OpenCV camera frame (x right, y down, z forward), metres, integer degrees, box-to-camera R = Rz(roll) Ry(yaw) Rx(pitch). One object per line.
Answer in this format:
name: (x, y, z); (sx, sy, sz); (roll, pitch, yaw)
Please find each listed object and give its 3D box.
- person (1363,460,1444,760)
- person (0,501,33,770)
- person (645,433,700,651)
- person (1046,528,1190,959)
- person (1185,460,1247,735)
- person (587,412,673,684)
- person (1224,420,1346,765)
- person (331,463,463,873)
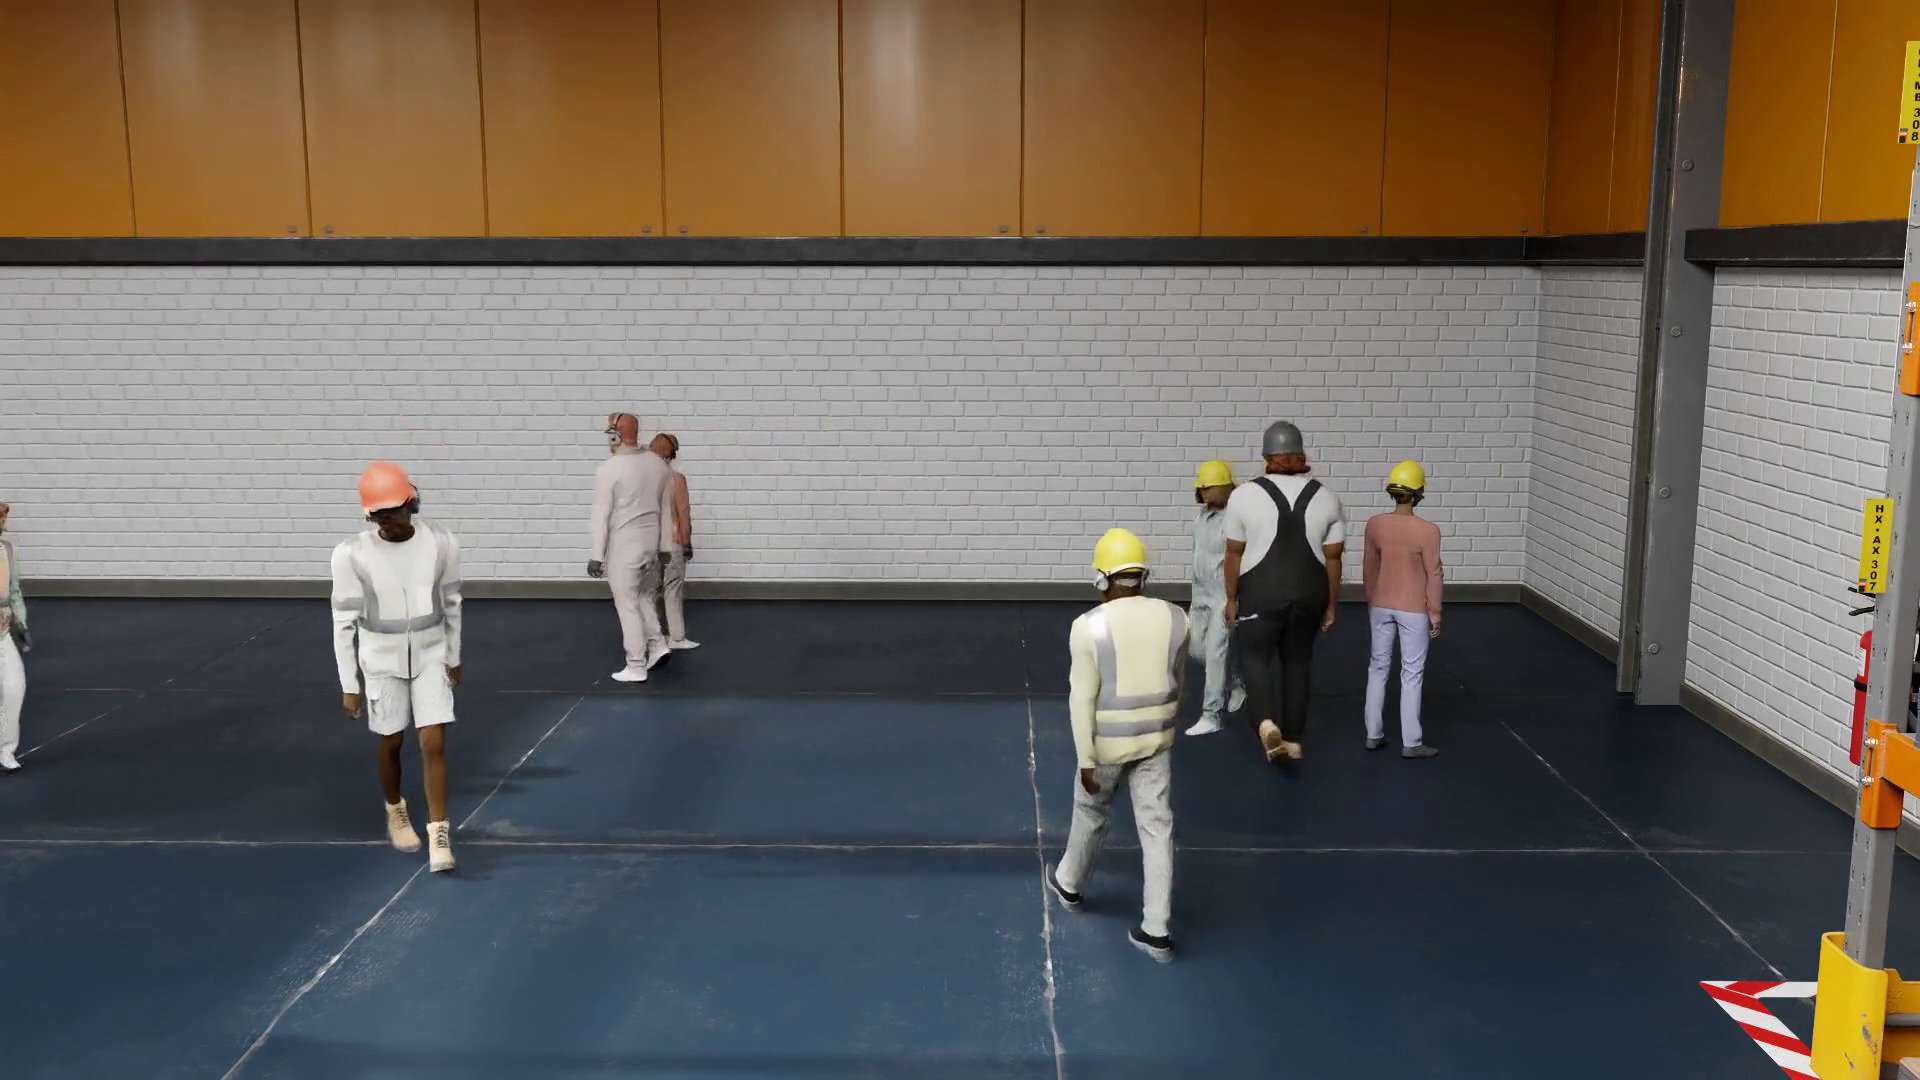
person: (2.617, 0.410, 9.833); (0.305, 1.772, 0.525); (-9, 13, -42)
person: (-5.524, 0.559, 9.412); (0.385, 1.609, 0.520); (3, 10, 17)
person: (-2.219, 0.015, 12.566); (0.522, 1.644, 0.307); (7, 12, 38)
person: (0.685, 0.835, 7.217); (0.590, 1.783, 0.925); (-3, 10, -19)
person: (1.640, 0.346, 10.371); (0.545, 1.722, 0.489); (-6, 11, -31)
person: (-2.314, 0.059, 11.562); (0.424, 1.894, 0.643); (5, 11, 28)
person: (1.881, 0.308, 9.629); (0.691, 2.000, 0.755); (-1, 10, -5)
person: (-2.672, 0.605, 7.985); (0.624, 1.986, 0.938); (-5, 11, -28)
